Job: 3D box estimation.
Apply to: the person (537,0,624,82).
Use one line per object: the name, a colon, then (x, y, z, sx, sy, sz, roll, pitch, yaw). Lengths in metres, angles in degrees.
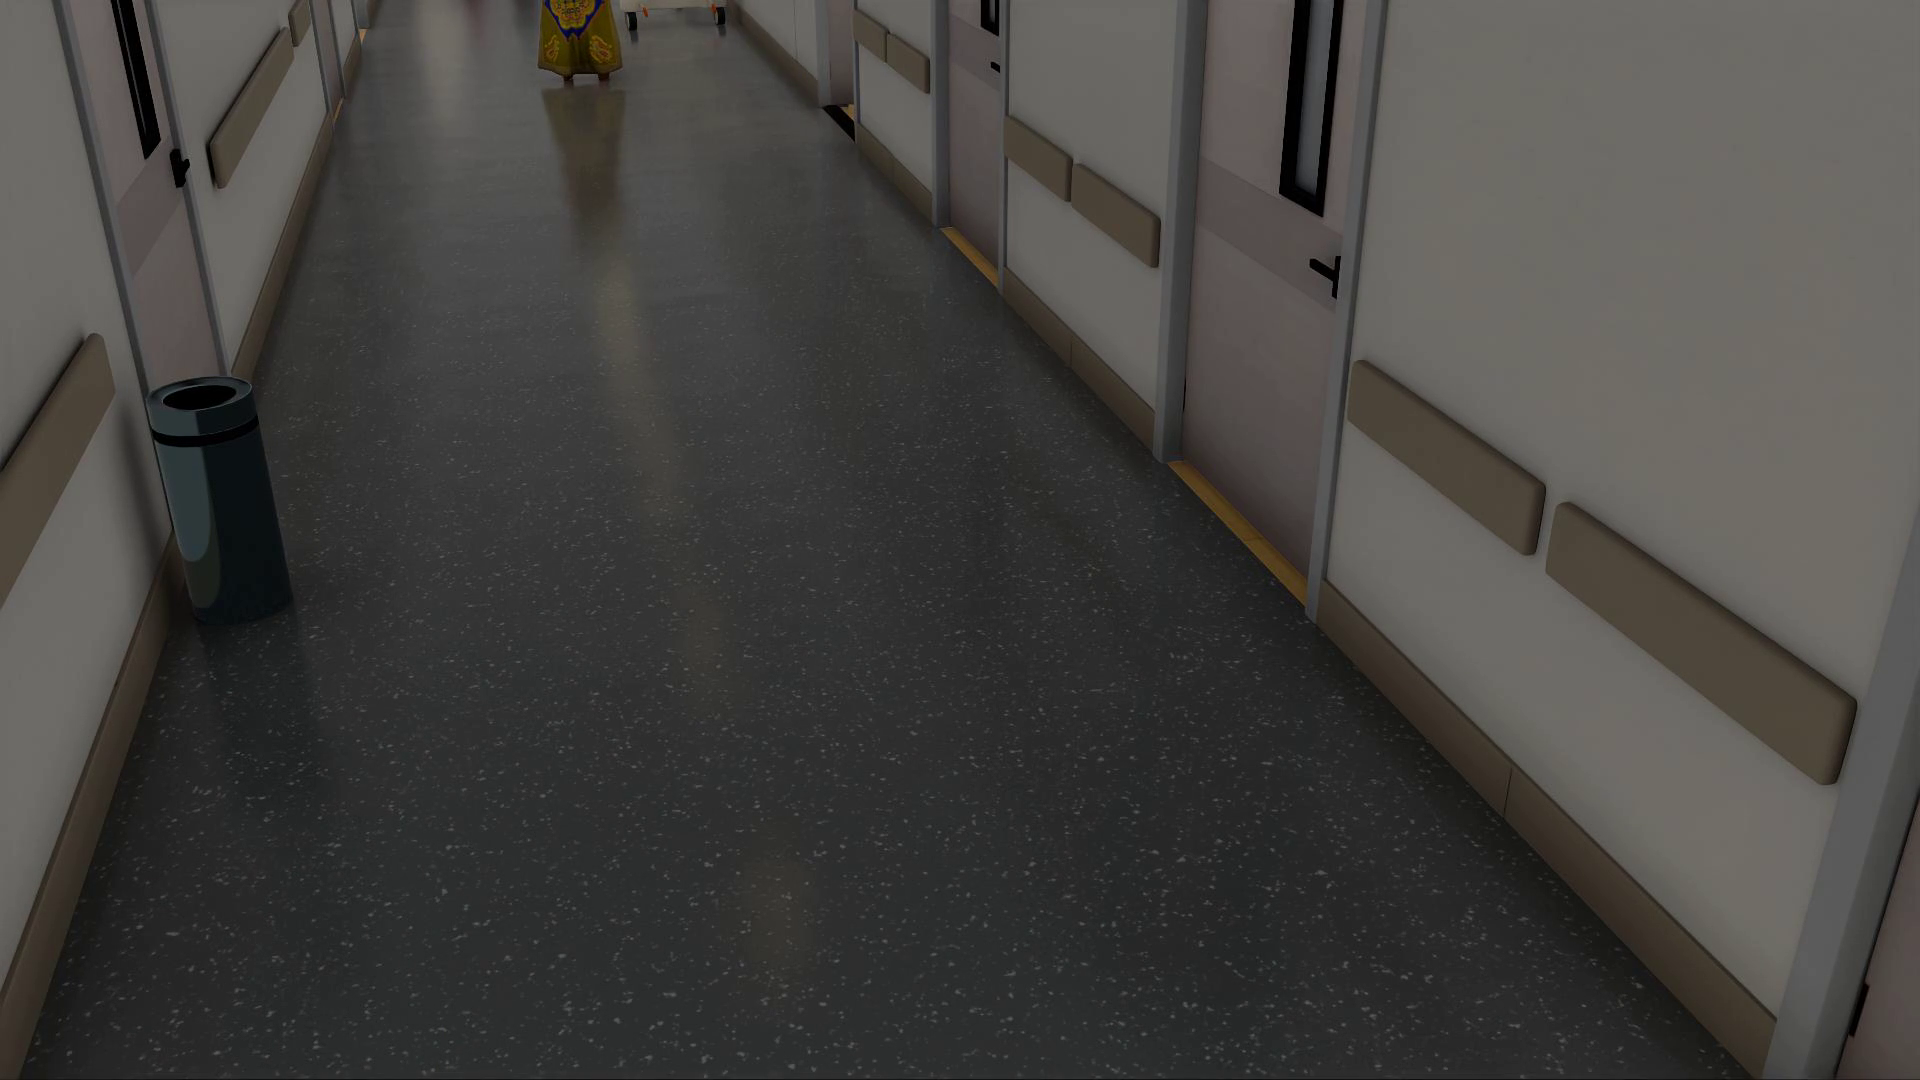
person: (-3.055, -4.493, 13.145, 0.748, 1.661, 0.943, -3, 26, -7)
